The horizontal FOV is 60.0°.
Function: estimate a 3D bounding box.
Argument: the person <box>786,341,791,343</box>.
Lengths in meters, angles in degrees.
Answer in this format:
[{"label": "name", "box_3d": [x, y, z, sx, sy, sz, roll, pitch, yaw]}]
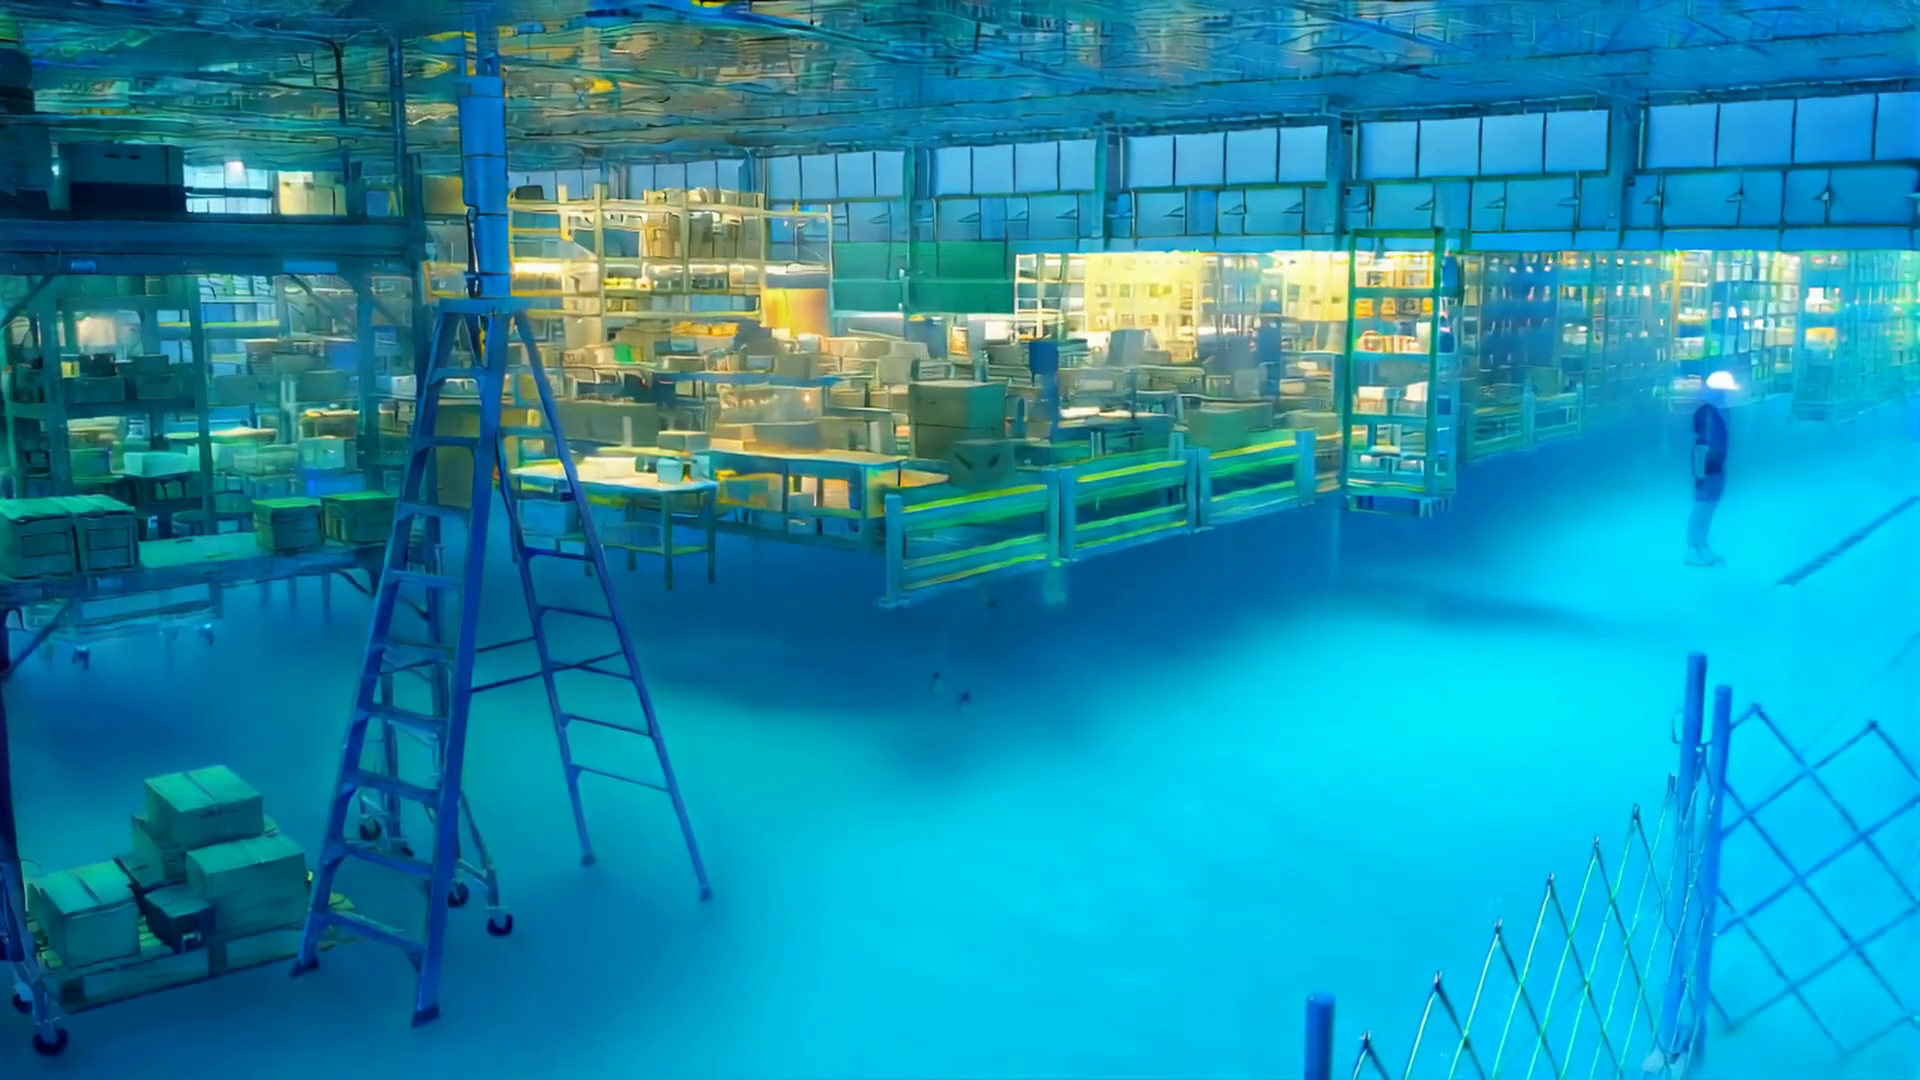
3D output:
[{"label": "person", "box_3d": [-7.654, -9.259, 71.457, 0.953, 1.716, 0.525, 8, 12, 40]}]

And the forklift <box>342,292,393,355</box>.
[{"label": "forklift", "box_3d": [-16.485, -5.622, 45.120, 1.129, 2.768, 1.873, 7, 11, 37]}]

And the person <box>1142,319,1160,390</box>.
[{"label": "person", "box_3d": [4.661, -4.425, 40.615, 0.462, 1.931, 0.604, 0, 9, 3]}]

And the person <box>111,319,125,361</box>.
[{"label": "person", "box_3d": [-25.503, -5.888, 50.594, 0.543, 1.651, 0.878, 7, 11, 37]}]

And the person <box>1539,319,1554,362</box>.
[{"label": "person", "box_3d": [15.819, -5.072, 44.946, 0.594, 1.831, 0.472, -8, 12, -42]}]

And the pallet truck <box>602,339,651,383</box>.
[{"label": "pallet truck", "box_3d": [-8.991, -4.871, 45.351, 0.653, 1.274, 1.630, 7, 11, 37]}]

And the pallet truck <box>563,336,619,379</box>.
[{"label": "pallet truck", "box_3d": [-10.690, -5.294, 48.215, 1.601, 1.201, 0.680, -5, 10, -26]}]

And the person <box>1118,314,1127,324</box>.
[{"label": "person", "box_3d": [5.179, -6.256, 52.417, 0.788, 1.798, 0.595, 5, 11, 30]}]

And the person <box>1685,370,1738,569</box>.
[{"label": "person", "box_3d": [7.775, -0.729, 17.183, 0.605, 2.045, 0.385, -8, 12, -41]}]

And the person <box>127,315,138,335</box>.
[{"label": "person", "box_3d": [-24.235, -5.749, 48.954, 0.567, 1.899, 0.817, 8, 12, 43]}]

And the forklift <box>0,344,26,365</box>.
[{"label": "forklift", "box_3d": [-26.708, -5.662, 45.369, 1.873, 2.768, 1.129, 2, 9, 10]}]

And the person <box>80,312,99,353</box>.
[{"label": "person", "box_3d": [-28.952, -6.760, 55.301, 0.988, 1.900, 0.645, -7, 12, -38]}]

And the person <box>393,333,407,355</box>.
[{"label": "person", "box_3d": [-16.916, -5.817, 50.085, 0.541, 1.679, 0.583, 6, 11, 32]}]
